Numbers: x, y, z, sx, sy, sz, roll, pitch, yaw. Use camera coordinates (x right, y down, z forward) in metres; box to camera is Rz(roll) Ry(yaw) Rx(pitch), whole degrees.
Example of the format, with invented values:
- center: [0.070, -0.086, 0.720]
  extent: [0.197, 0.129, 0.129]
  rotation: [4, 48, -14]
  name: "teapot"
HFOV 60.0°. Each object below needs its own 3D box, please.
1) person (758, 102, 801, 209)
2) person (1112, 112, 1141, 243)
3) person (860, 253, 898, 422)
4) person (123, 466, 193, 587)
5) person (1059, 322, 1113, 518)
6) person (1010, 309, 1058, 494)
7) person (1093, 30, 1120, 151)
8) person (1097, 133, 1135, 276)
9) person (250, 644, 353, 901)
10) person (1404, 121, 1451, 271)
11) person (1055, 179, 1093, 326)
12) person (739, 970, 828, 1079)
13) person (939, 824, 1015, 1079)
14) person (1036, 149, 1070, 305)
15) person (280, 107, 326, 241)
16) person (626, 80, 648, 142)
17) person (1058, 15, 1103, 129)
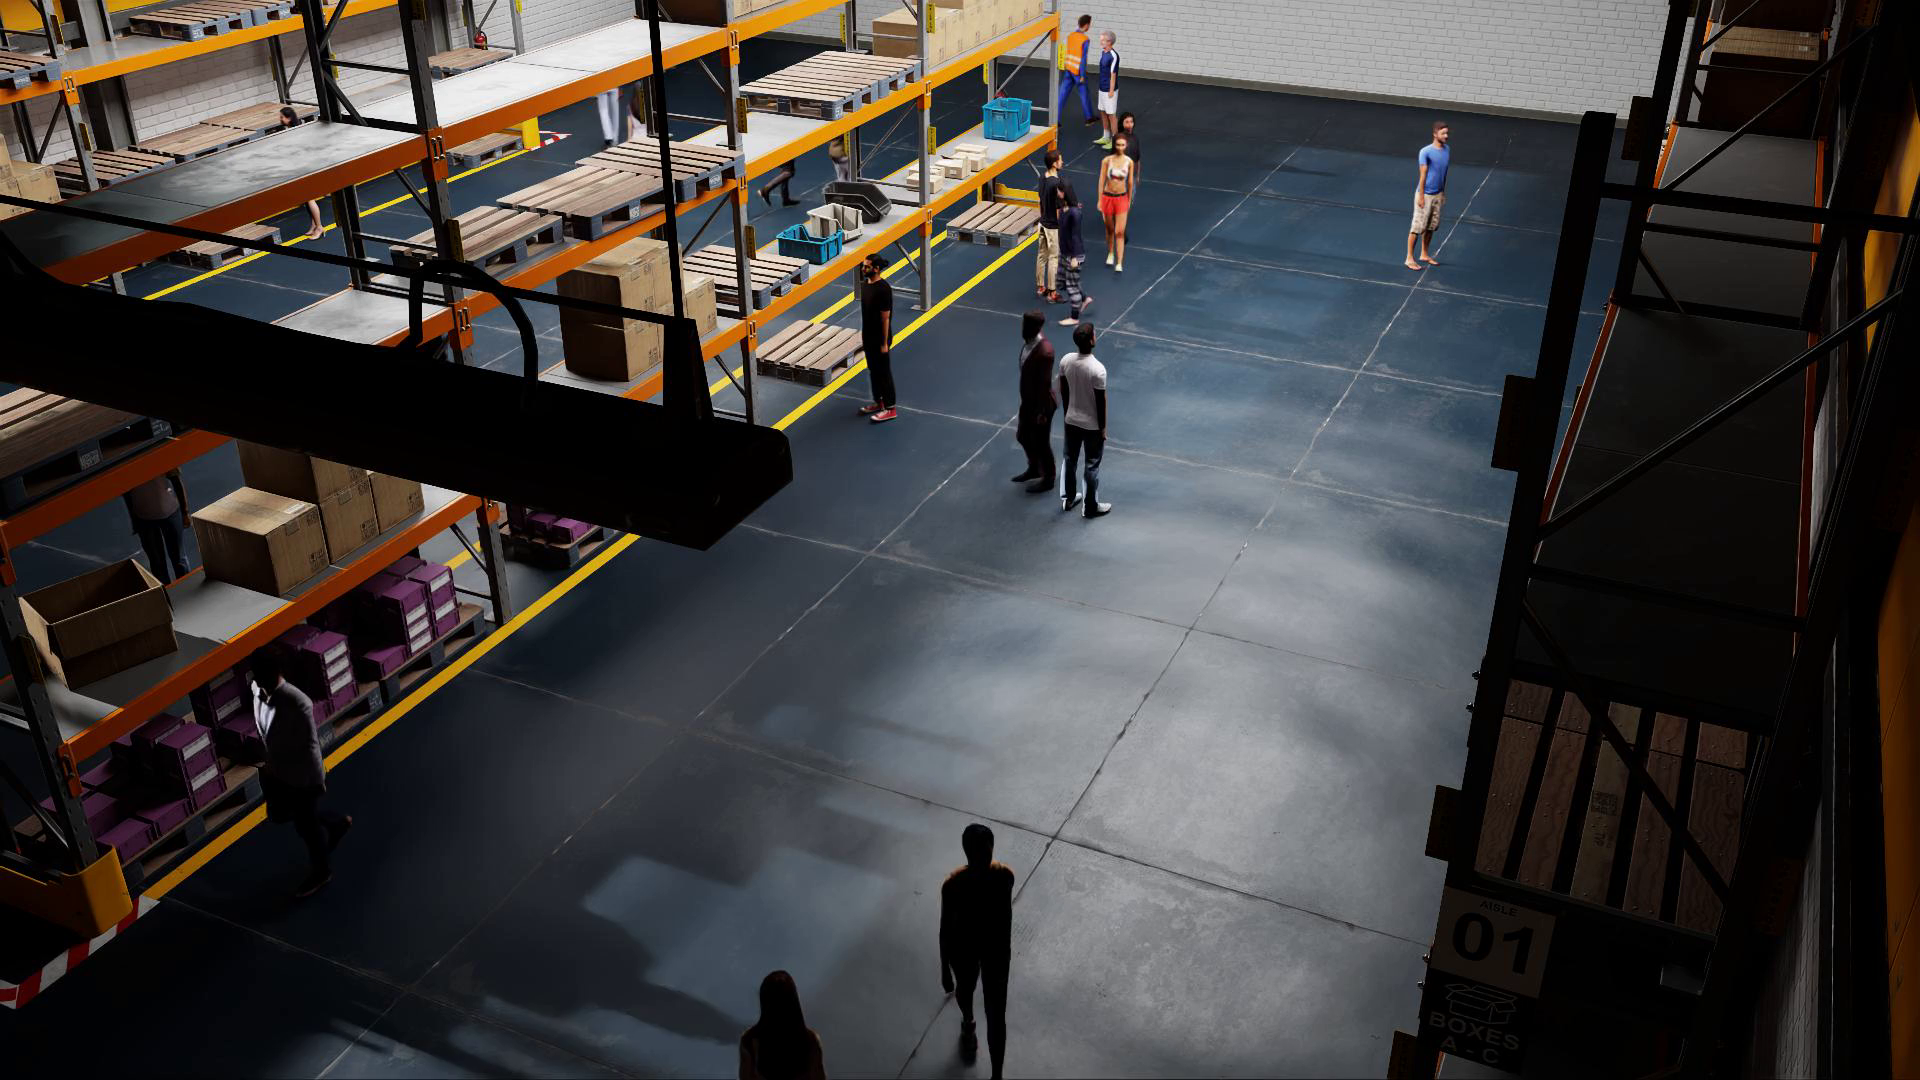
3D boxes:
- center: [-2.581, -5.485, 23.268]
  extent: [1.065, 1.782, 0.962]
  rotation: [-14, 32, -24]
  name: "person"
- center: [2.187, -4.897, 22.296]
  extent: [0.936, 1.680, 1.041]
  rotation: [-7, 29, -13]
  name: "person"
- center: [-0.837, -2.096, 17.079]
  extent: [0.746, 1.758, 0.714]
  rotation: [-15, 32, -25]
  name: "person"
- center: [-6.569, -0.197, 13.636]
  extent: [0.706, 1.722, 0.754]
  rotation: [-8, 30, -15]
  name: "person"
- center: [1.132, -1.103, 15.146]
  extent: [0.739, 1.867, 0.687]
  rotation: [24, 36, 36]
  name: "person"
- center: [0.744, -1.303, 15.533]
  extent: [0.872, 1.846, 0.809]
  rotation: [-8, 30, -14]
  name: "person"
- center: [2.340, -7.099, 26.171]
  extent: [0.761, 1.834, 0.703]
  rotation: [-10, 30, -18]
  name: "person"
- center: [1.957, -4.297, 21.124]
  extent: [0.845, 1.749, 1.177]
  rotation: [3, 29, 5]
  name: "person"
- center: [-4.169, 1.407, 10.574]
  extent: [0.765, 1.837, 0.873]
  rotation: [18, 34, 30]
  name: "person"
- center: [5.990, -4.421, 21.233]
  extent: [0.704, 1.863, 0.808]
  rotation: [-16, 32, -27]
  name: "person"
- center: [1.364, -3.380, 19.482]
  extent: [0.898, 1.712, 0.841]
  rotation: [-14, 32, -24]
  name: "person"
- center: [-0.861, 2.825, 8.111]
  extent: [0.663, 1.706, 0.672]
  rotation: [0, 29, 1]
  name: "person"
- center: [0.076, 2.217, 9.235]
  extent: [0.949, 1.699, 1.087]
  rotation: [-6, 29, -10]
  name: "person"
- center: [1.093, -3.796, 20.090]
  extent: [0.739, 1.859, 0.713]
  rotation: [-14, 32, -24]
  name: "person"
- center: [-8.794, -4.892, 22.194]
  extent: [0.816, 1.769, 0.782]
  rotation: [-16, 32, -27]
  name: "person"
- center: [-4.513, -5.652, 23.680]
  extent: [0.837, 1.679, 1.040]
  rotation: [2, 29, 3]
  name: "person"
- center: [1.820, -7.556, 27.035]
  extent: [1.371, 1.810, 1.123]
  rotation: [-23, 36, -36]
  name: "person"
